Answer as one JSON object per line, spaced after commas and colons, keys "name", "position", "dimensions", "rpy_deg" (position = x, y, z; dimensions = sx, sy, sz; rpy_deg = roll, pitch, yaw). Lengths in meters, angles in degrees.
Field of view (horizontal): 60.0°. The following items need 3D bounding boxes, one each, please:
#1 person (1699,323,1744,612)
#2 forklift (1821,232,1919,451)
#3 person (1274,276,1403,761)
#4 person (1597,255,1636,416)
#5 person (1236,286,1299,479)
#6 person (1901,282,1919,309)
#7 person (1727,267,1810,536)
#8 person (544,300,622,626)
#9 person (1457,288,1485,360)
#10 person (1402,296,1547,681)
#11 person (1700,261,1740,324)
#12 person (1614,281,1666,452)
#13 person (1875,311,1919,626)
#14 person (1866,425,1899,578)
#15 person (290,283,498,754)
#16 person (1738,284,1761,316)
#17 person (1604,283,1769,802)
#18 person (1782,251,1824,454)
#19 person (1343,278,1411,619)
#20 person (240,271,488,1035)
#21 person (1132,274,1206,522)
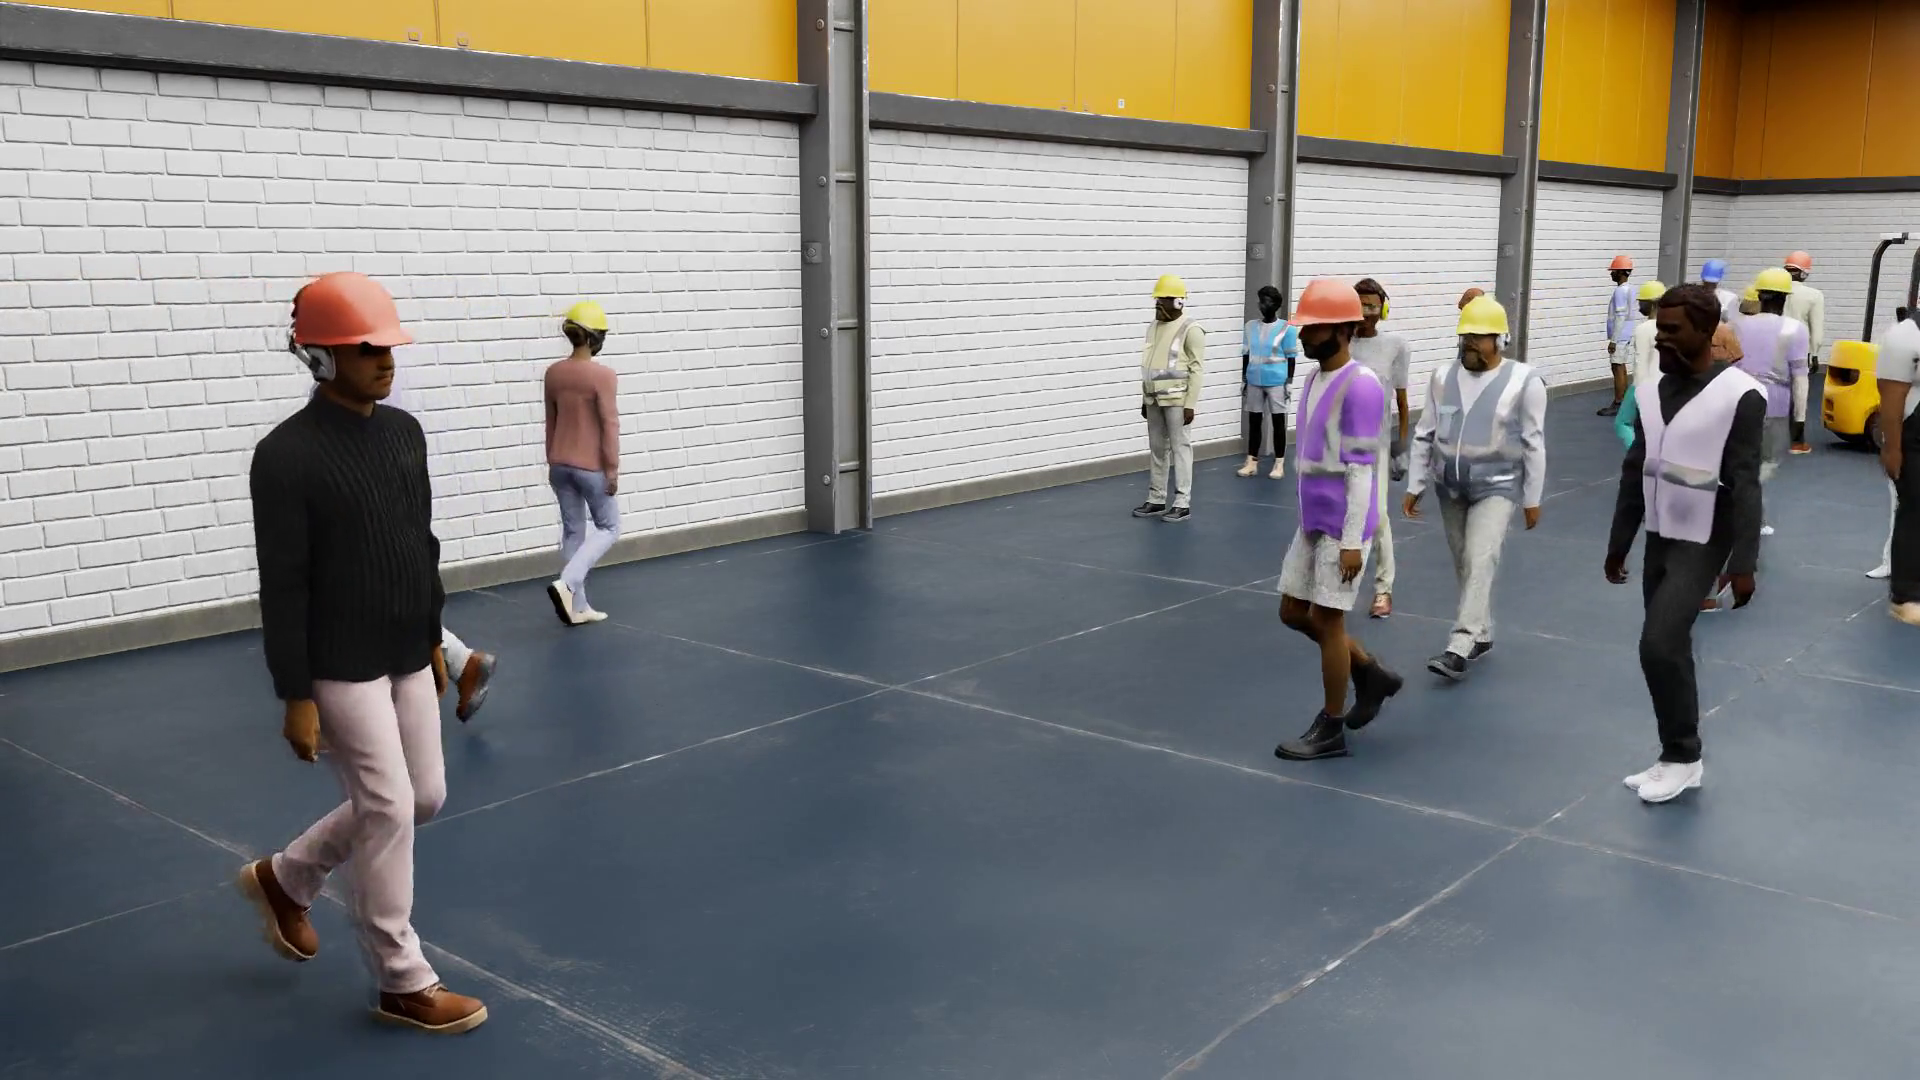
{"name": "person", "position": [4.162, -0.396, 9.242], "dimensions": [0.374, 1.620, 0.525], "rpy_deg": [0, 10, 0]}
{"name": "forklift", "position": [9.955, -1.972, 16.595], "dimensions": [2.313, 2.155, 1.214], "rpy_deg": [1, 10, 8]}
{"name": "person", "position": [1.516, -0.076, 6.594], "dimensions": [0.534, 1.924, 0.551], "rpy_deg": [-3, 10, -15]}
{"name": "person", "position": [7.953, -2.462, 20.118], "dimensions": [0.358, 1.937, 0.548], "rpy_deg": [6, 12, 32]}
{"name": "person", "position": [2.712, -1.385, 14.668], "dimensions": [0.533, 1.696, 0.322], "rpy_deg": [8, 13, 37]}
{"name": "person", "position": [13.672, -3.041, 23.581], "dimensions": [0.650, 1.883, 0.780], "rpy_deg": [-1, 10, -3]}
{"name": "person", "position": [5.491, -0.919, 11.451], "dimensions": [0.773, 1.901, 0.592], "rpy_deg": [-8, 13, -38]}
{"name": "person", "position": [-2.029, -0.383, 8.799], "dimensions": [0.541, 1.754, 0.535], "rpy_deg": [6, 12, 30]}
{"name": "person", "position": [5.053, -1.674, 16.493], "dimensions": [0.279, 1.633, 0.499], "rpy_deg": [4, 11, 19]}
{"name": "person", "position": [2.383, -0.240, 7.875], "dimensions": [0.888, 1.793, 0.606], "rpy_deg": [-9, 14, -43]}
{"name": "person", "position": [7.711, -1.930, 17.221], "dimensions": [0.600, 1.886, 0.938], "rpy_deg": [8, 13, 38]}
{"name": "person", "position": [5.742, -1.280, 13.911], "dimensions": [0.531, 1.756, 0.385], "rpy_deg": [-6, 12, -30]}
{"name": "person", "position": [5.295, -0.547, 8.919], "dimensions": [0.739, 2.000, 0.548], "rpy_deg": [-1, 10, -5]}
{"name": "person", "position": [5.806, -0.542, 10.033], "dimensions": [0.307, 1.639, 0.525], "rpy_deg": [-5, 11, -27]}
{"name": "person", "position": [-2.313, -0.094, 6.709], "dimensions": [0.724, 1.920, 0.639], "rpy_deg": [-3, 10, -15]}
{"name": "person", "position": [6.879, -1.398, 14.653], "dimensions": [0.561, 1.725, 0.500], "rpy_deg": [1, 10, 7]}
{"name": "person", "position": [2.600, 0.021, 6.083], "dimensions": [0.535, 1.897, 0.615], "rpy_deg": [-2, 10, -14]}
{"name": "person", "position": [8.220, -1.855, 16.495], "dimensions": [0.395, 1.994, 0.612], "rpy_deg": [-10, 14, -43]}
{"name": "person", "position": [2.205, -0.508, 9.219], "dimensions": [0.532, 1.865, 0.401], "rpy_deg": [5, 11, 27]}
{"name": "person", "position": [-1.603, 0.295, 4.318], "dimensions": [0.720, 1.971, 0.624], "rpy_deg": [3, 10, 16]}
{"name": "person", "position": [1.550, -1.057, 12.413], "dimensions": [0.403, 1.833, 0.591], "rpy_deg": [-7, 12, -34]}
